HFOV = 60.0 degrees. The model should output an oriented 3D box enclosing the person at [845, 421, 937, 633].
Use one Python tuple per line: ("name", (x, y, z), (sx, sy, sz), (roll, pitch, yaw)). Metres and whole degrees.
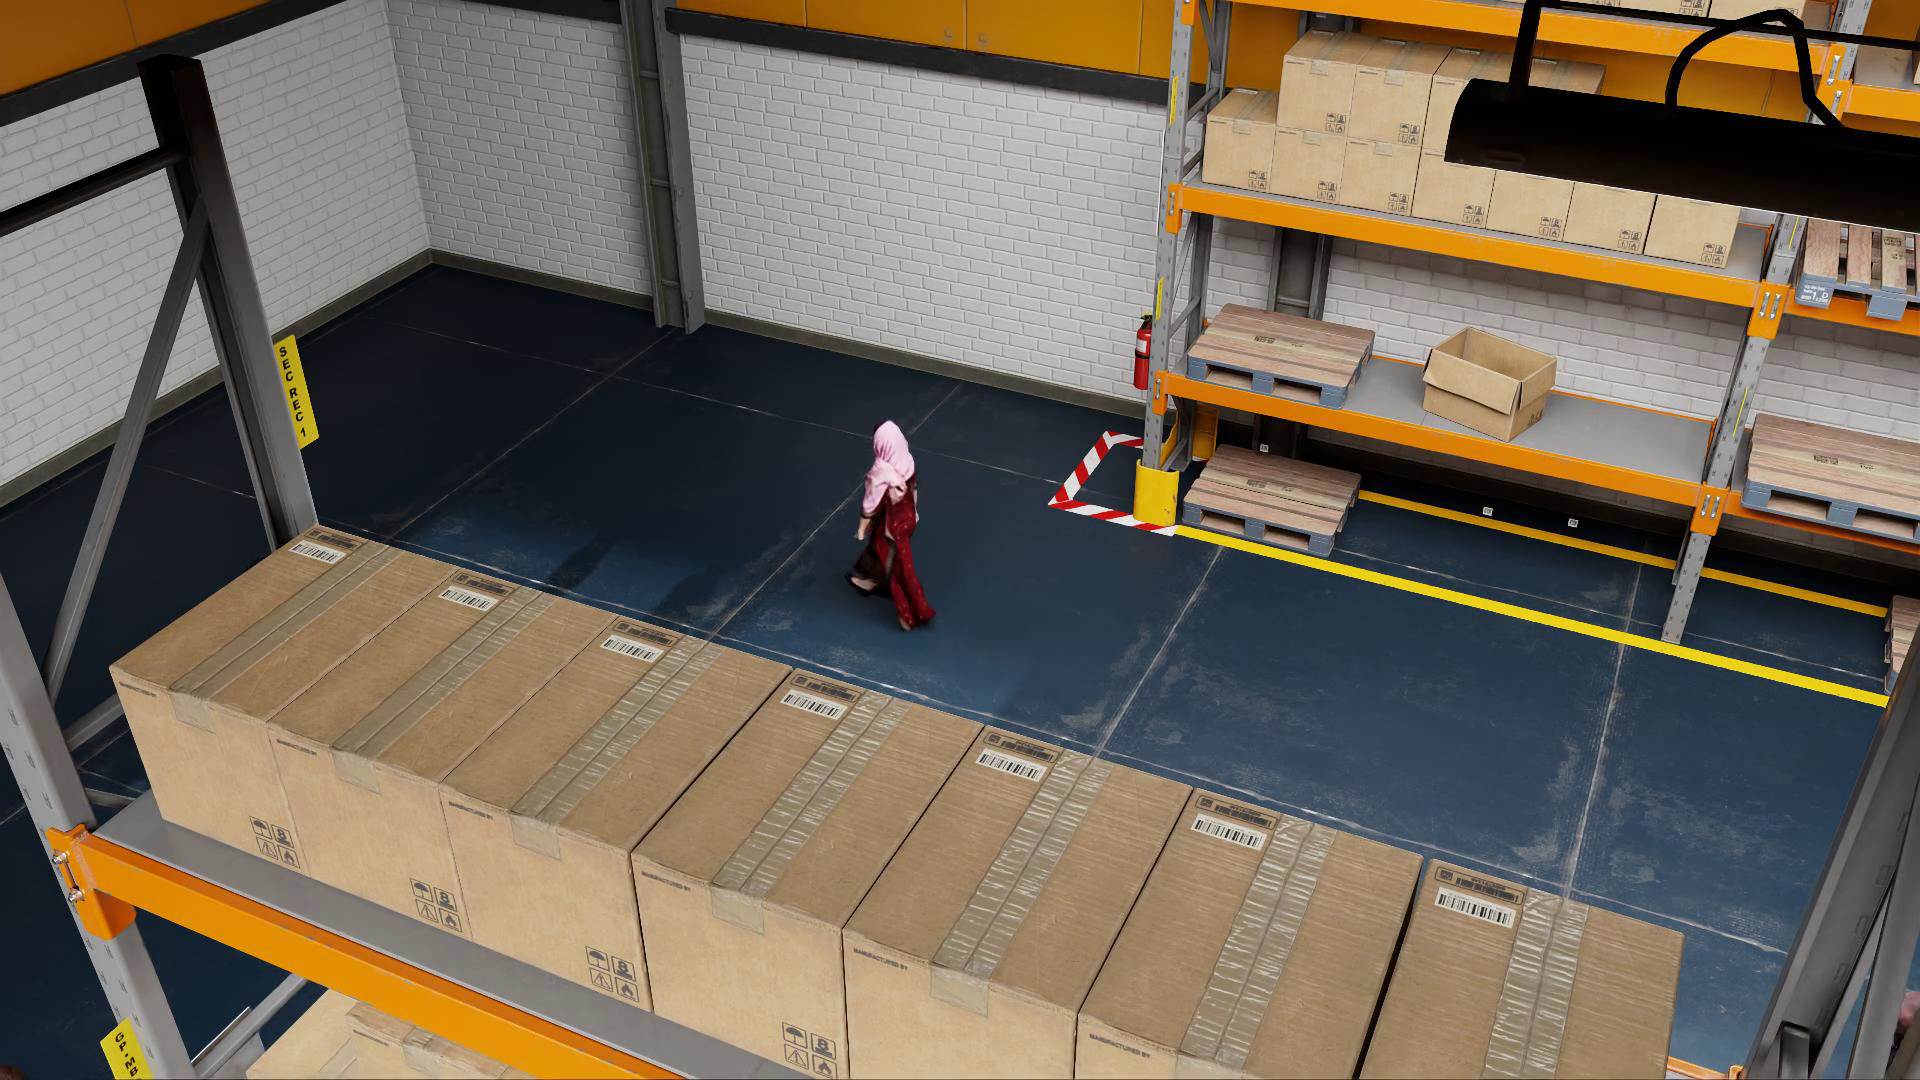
("person", (-0.424, -0.088, 11.769), (1.114, 1.619, 0.774), (21, 39, 28))
